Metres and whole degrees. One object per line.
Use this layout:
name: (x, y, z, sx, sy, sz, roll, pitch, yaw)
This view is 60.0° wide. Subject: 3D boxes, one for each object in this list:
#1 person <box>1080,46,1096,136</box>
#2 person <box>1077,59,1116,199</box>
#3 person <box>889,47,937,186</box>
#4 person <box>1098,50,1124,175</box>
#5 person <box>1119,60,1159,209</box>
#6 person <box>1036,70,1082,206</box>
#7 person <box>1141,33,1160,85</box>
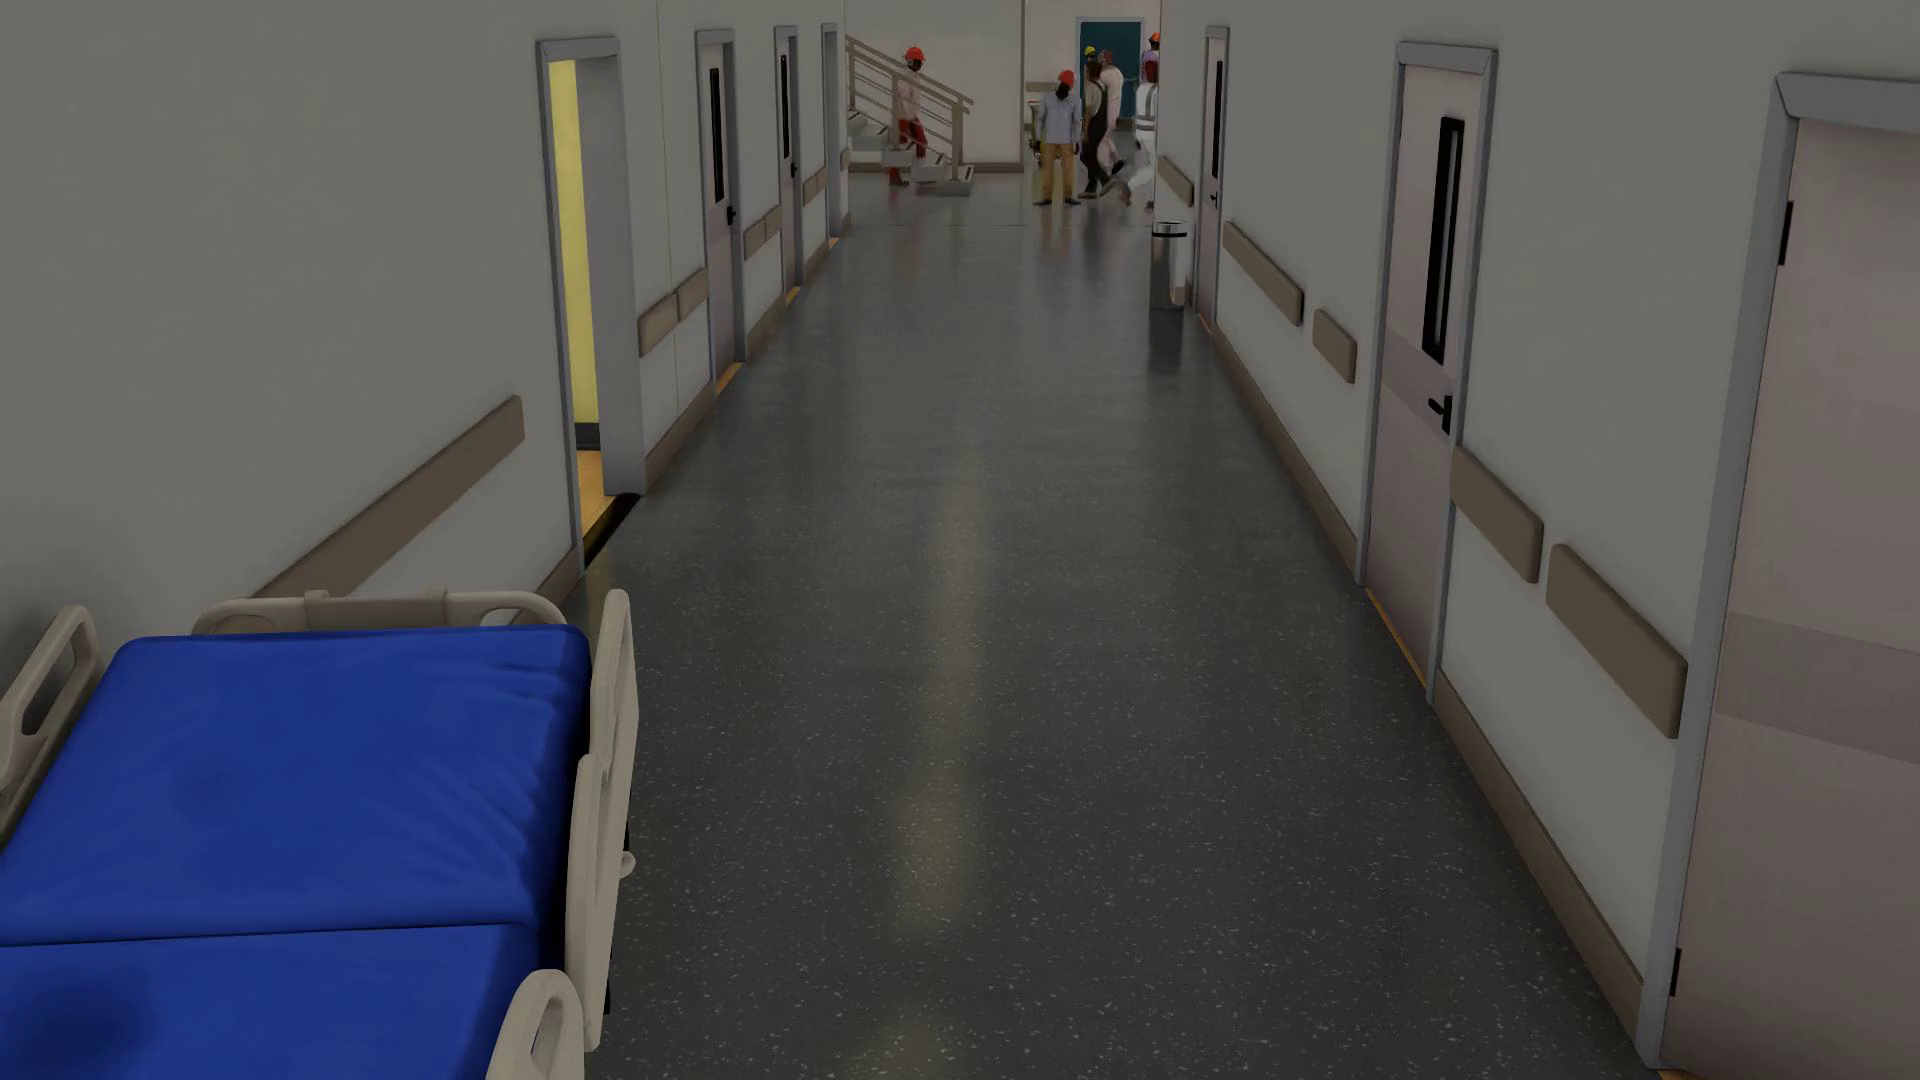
person: (2.638, -9.111, 33.777, 0.316, 1.765, 0.534, 12, 21, 33)
person: (1.825, -5.471, 22.218, 0.537, 1.833, 0.531, 12, 21, 33)
person: (-0.652, -6.062, 23.879, 0.843, 1.957, 0.686, 6, 18, 17)
person: (2.198, -6.438, 25.165, 0.425, 1.889, 0.659, 10, 20, 30)
person: (2.351, -5.109, 21.038, 0.680, 1.866, 0.593, -7, 19, -20)
person: (1.279, -5.191, 21.543, 0.640, 1.714, 0.348, 1, 18, 2)
person: (3.916, -9.214, 33.681, 0.407, 2.029, 0.612, -11, 21, -31)
